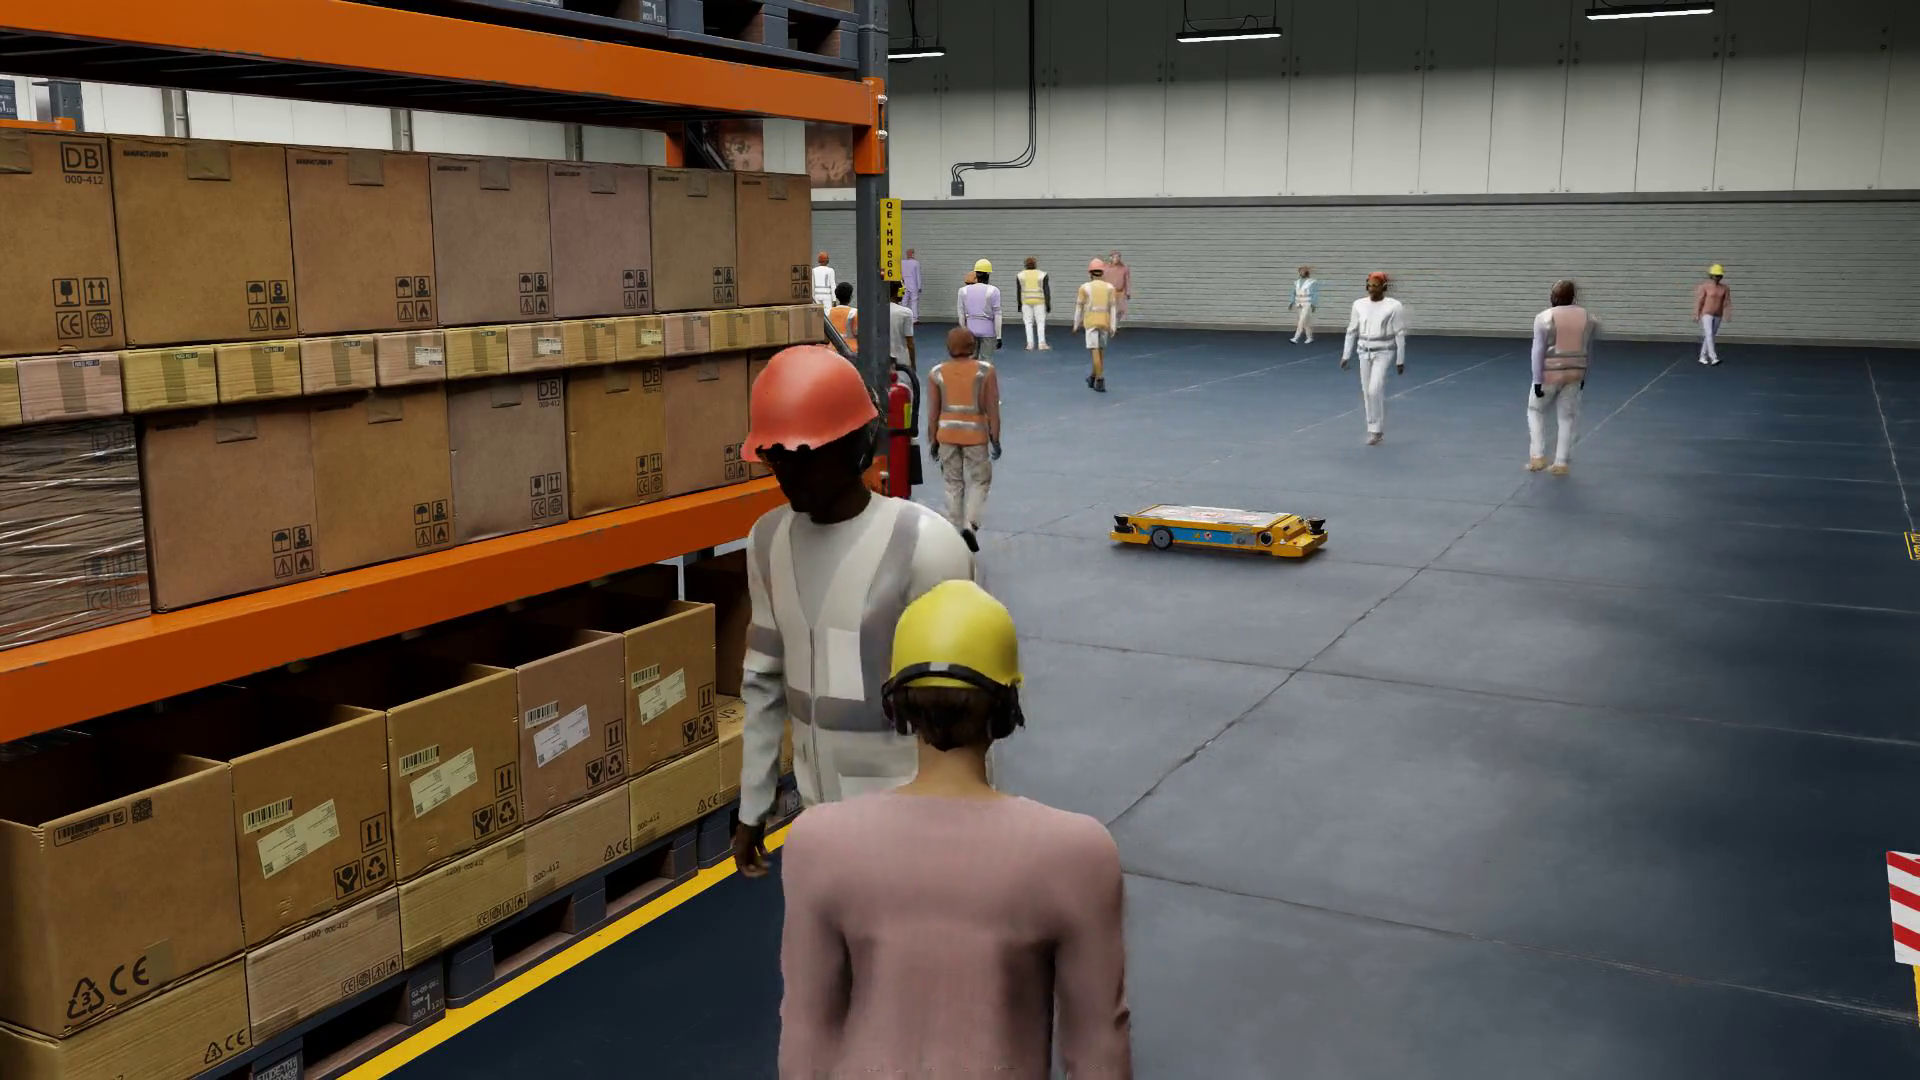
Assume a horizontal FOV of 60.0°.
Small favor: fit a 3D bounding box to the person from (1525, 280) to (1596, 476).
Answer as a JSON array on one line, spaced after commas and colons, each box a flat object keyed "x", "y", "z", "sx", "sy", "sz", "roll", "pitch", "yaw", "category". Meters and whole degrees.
[{"x": 5.615, "y": -1.524, "z": 15.654, "sx": 0.631, "sy": 1.824, "sz": 0.570, "roll": -1, "pitch": 10, "yaw": -4, "category": "person"}]

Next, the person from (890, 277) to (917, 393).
[{"x": -0.660, "y": -1.661, "z": 16.298, "sx": 0.565, "sy": 1.864, "sz": 0.339, "roll": 5, "pitch": 12, "yaw": 27, "category": "person"}]

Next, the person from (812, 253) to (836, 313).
[{"x": -2.802, "y": -4.965, "z": 34.253, "sx": 0.587, "sy": 1.880, "sz": 0.342, "roll": 5, "pitch": 12, "yaw": 27, "category": "person"}]

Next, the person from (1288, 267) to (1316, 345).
[{"x": 7.076, "y": -4.834, "z": 34.337, "sx": 0.902, "sy": 1.587, "sz": 0.513, "roll": -8, "pitch": 13, "yaw": -36, "category": "person"}]

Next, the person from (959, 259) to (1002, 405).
[{"x": 0.289, "y": -2.725, "z": 21.913, "sx": 0.595, "sy": 1.925, "sz": 0.371, "roll": 5, "pitch": 12, "yaw": 27, "category": "person"}]

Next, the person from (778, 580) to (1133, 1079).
[{"x": -0.027, "y": 0.948, "z": 2.438, "sx": 0.538, "sy": 1.732, "sz": 0.707, "roll": 2, "pitch": 11, "yaw": 8, "category": "person"}]

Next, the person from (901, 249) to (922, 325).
[{"x": -1.238, "y": -6.365, "z": 41.822, "sx": 0.655, "sy": 1.905, "sz": 0.407, "roll": 5, "pitch": 12, "yaw": 27, "category": "person"}]

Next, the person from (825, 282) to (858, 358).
[{"x": -1.354, "y": -2.177, "z": 19.553, "sx": 0.542, "sy": 1.696, "sz": 0.316, "roll": 5, "pitch": 12, "yaw": 27, "category": "person"}]

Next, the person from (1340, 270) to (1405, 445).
[{"x": 4.414, "y": -1.946, "z": 17.835, "sx": 0.592, "sy": 1.861, "sz": 0.638, "roll": 10, "pitch": 14, "yaw": 43, "category": "person"}]

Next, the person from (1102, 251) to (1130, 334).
[{"x": 3.566, "y": -5.650, "z": 37.959, "sx": 0.670, "sy": 1.889, "sz": 0.463, "roll": -2, "pitch": 11, "yaw": -11, "category": "person"}]

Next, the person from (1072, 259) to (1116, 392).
[{"x": 1.941, "y": -3.112, "z": 24.116, "sx": 0.564, "sy": 1.882, "sz": 0.975, "roll": -3, "pitch": 11, "yaw": -17, "category": "person"}]

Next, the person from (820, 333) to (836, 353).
[{"x": -1.137, "y": -0.963, "z": 13.107, "sx": 0.509, "sy": 1.632, "sz": 0.269, "roll": 5, "pitch": 12, "yaw": 27, "category": "person"}]

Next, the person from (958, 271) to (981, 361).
[{"x": 0.203, "y": -3.764, "z": 28.378, "sx": 0.509, "sy": 1.632, "sz": 0.269, "roll": 5, "pitch": 12, "yaw": 27, "category": "person"}]

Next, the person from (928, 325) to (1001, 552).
[{"x": 0.025, "y": -0.680, "z": 11.580, "sx": 0.541, "sy": 1.615, "sz": 0.421, "roll": 3, "pitch": 11, "yaw": 14, "category": "person"}]

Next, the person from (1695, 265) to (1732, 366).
[{"x": 13.022, "y": -3.868, "z": 28.700, "sx": 0.545, "sy": 1.711, "sz": 0.898, "roll": -1, "pitch": 10, "yaw": -4, "category": "person"}]

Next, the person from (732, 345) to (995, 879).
[{"x": -0.235, "y": 0.580, "z": 3.648, "sx": 0.636, "sy": 2.014, "sz": 0.495, "roll": 10, "pitch": 14, "yaw": 42, "category": "person"}]

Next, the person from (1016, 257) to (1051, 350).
[{"x": 1.461, "y": -4.643, "z": 32.728, "sx": 0.737, "sy": 1.812, "sz": 0.429, "roll": 1, "pitch": 10, "yaw": 4, "category": "person"}]

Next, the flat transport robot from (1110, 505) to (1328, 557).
[{"x": 1.871, "y": -0.084, "z": 12.032, "sx": 1.431, "sy": 0.197, "sz": 0.652, "roll": 5, "pitch": 12, "yaw": 27, "category": "flat transport robot"}]
